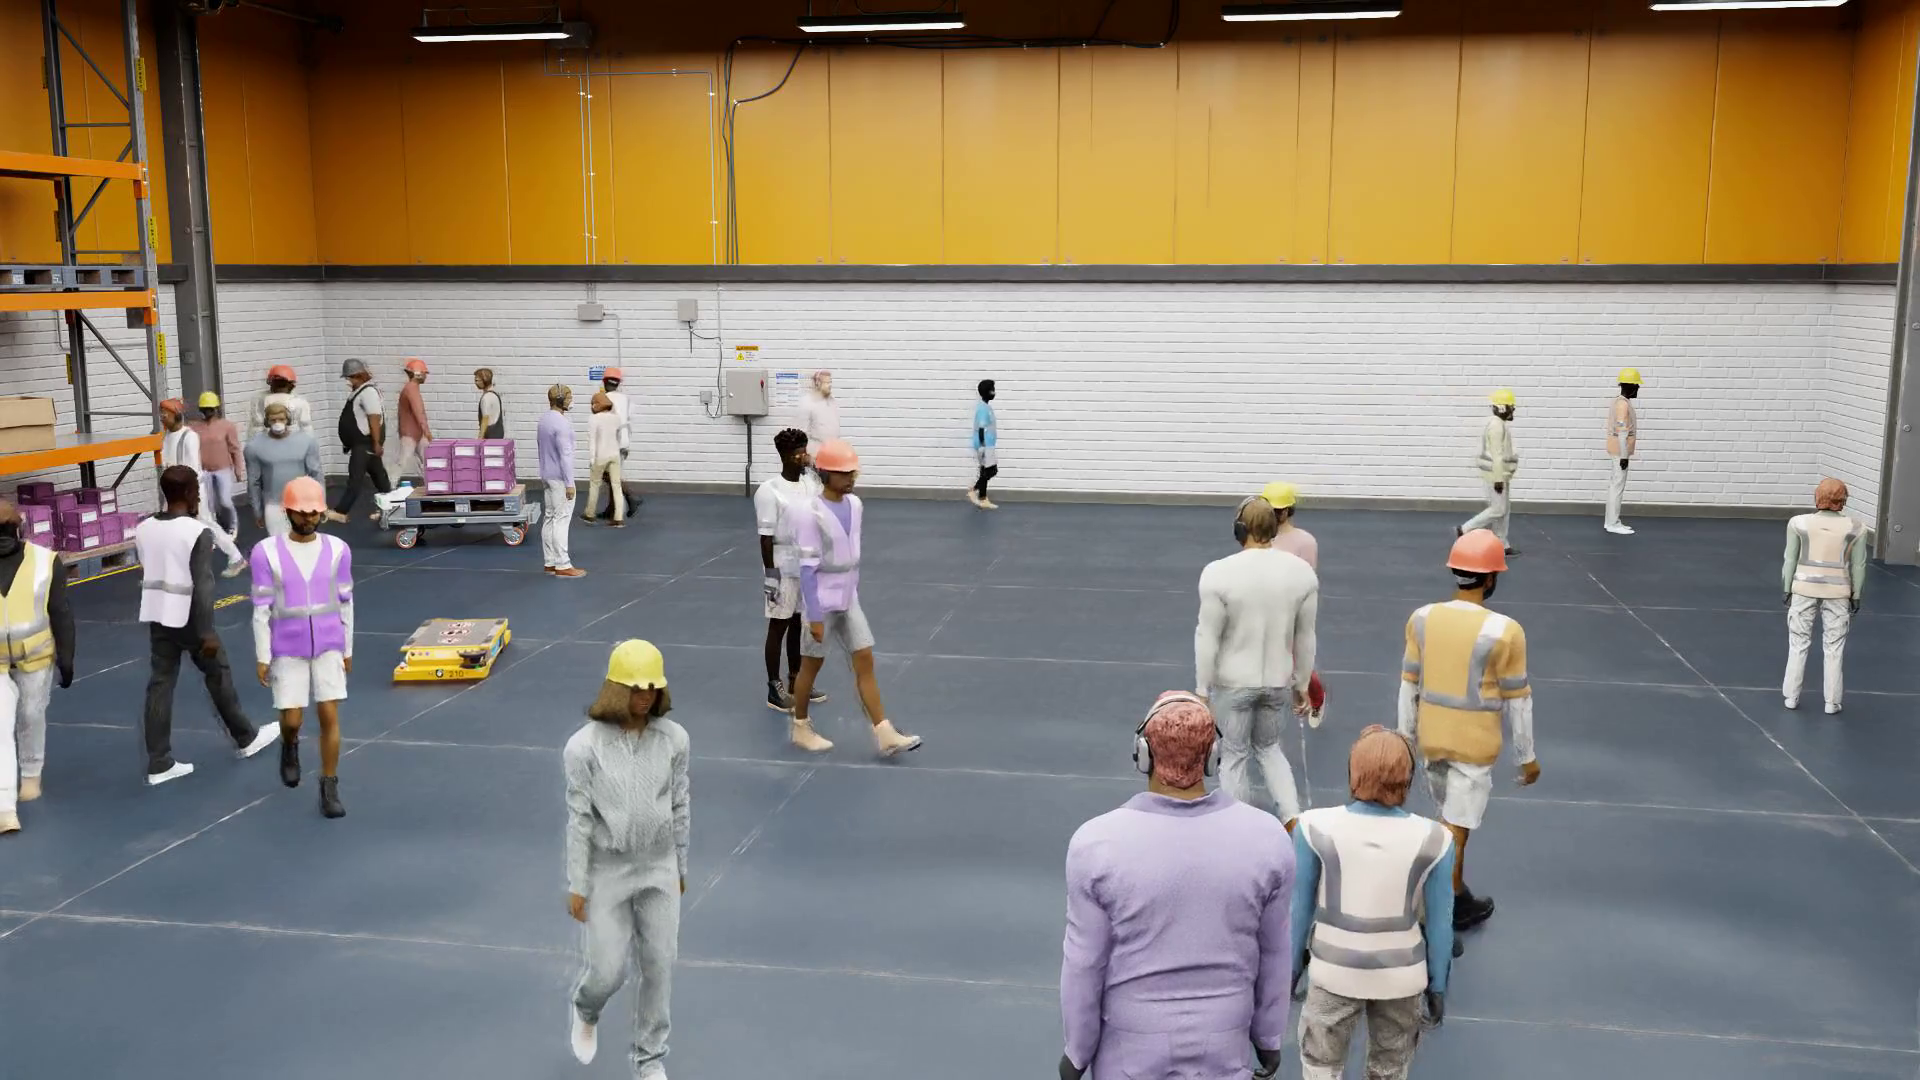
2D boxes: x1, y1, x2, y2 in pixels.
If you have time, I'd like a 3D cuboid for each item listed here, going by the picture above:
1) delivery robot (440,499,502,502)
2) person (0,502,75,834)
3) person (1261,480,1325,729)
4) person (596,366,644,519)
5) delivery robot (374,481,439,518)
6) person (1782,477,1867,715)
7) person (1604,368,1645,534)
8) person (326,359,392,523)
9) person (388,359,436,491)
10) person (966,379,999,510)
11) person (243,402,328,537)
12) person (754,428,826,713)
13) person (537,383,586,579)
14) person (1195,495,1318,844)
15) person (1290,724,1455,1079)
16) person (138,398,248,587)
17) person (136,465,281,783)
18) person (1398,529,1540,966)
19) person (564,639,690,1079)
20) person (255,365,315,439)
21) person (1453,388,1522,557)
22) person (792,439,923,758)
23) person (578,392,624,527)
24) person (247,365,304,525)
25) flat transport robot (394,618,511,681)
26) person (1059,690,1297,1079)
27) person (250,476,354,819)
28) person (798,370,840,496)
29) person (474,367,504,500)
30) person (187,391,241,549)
[{"bbox_3d":[-5.876,-0.501,19.982,0.707,0.478,0.477,-6,11,-34],"label":"delivery robot"},{"bbox_3d":[-5.279,0.666,9.262,0.633,1.784,0.987,-6,11,-32],"label":"person"},{"bbox_3d":[2.102,0.463,10.649,0.527,1.743,0.727,8,12,42],"label":"person"},{"bbox_3d":[-4.140,-1.168,20.331,0.674,1.888,0.570,5,10,26],"label":"person"},{"bbox_3d":[-6.549,-0.453,19.687,0.707,0.478,0.477,-4,10,-26],"label":"delivery robot"},{"bbox_3d":[5.935,0.385,11.454,0.509,1.629,0.315,5,10,27],"label":"person"},{"bbox_3d":[7.716,-1.037,19.352,0.366,1.926,0.590,3,10,17],"label":"person"},{"bbox_3d":[-7.339,-1.222,20.152,0.955,2.000,0.695,-4,10,-25],"label":"person"},{"bbox_3d":[-6.938,-1.335,21.218,1.073,1.933,0.623,-2,9,-13],"label":"person"},{"bbox_3d":[0.336,-1.207,21.132,0.361,1.683,0.552,1,9,5],"label":"person"},{"bbox_3d":[-6.048,-0.301,14.924,0.641,1.899,1.009,-5,11,-30],"label":"person"},{"bbox_3d":[-1.169,0.196,11.581,0.368,1.966,0.603,5,11,29],"label":"person"},{"bbox_3d":[-3.986,-0.588,16.533,0.355,1.937,0.635,-6,11,-34],"label":"person"},{"bbox_3d":[1.504,0.738,8.376,0.634,1.926,0.524,-3,10,-19],"label":"person"},{"bbox_3d":[1.277,1.397,5.187,0.525,1.622,0.510,1,9,8],"label":"person"},{"bbox_3d":[-7.521,-0.482,16.244,0.584,1.840,1.041,6,11,34],"label":"person"},{"bbox_3d":[-4.627,0.473,10.119,0.619,1.876,0.937,4,10,22],"label":"person"},{"bbox_3d":[2.296,0.898,7.420,0.860,1.904,0.555,-7,11,-36],"label":"person"},{"bbox_3d":[-1.223,1.195,6.098,0.500,1.727,0.480,-6,11,-33],"label":"person"},{"bbox_3d":[-7.643,-0.979,18.842,0.628,1.980,1.078,1,9,8],"label":"person"},{"bbox_3d":[5.645,-0.706,17.643,0.641,1.815,0.604,3,10,20],"label":"person"},{"bbox_3d":[-0.688,0.387,10.266,0.998,2.000,0.643,6,11,35],"label":"person"},{"bbox_3d":[-4.296,-0.963,19.910,0.526,1.588,0.818,-9,13,-43],"label":"person"},{"bbox_3d":[-8.060,-1.085,19.571,0.698,1.951,0.478,-1,9,-7],"label":"person"},{"bbox_3d":[-3.921,0.826,12.916,0.652,0.197,1.431,-1,9,-7],"label":"flat transport robot"},{"bbox_3d":[0.583,1.353,4.590,0.652,1.906,0.409,-1,9,-9],"label":"person"},{"bbox_3d":[-3.688,0.579,9.347,0.565,1.920,0.621,-6,11,-33],"label":"person"},{"bbox_3d":[-1.718,-1.101,19.906,0.729,1.884,0.650,6,11,33],"label":"person"},{"bbox_3d":[-6.001,-1.278,21.138,0.393,1.826,0.519,-2,9,-10],"label":"person"},{"bbox_3d":[-8.145,-0.758,18.185,0.519,1.754,0.461,-1,9,-6],"label":"person"}]
